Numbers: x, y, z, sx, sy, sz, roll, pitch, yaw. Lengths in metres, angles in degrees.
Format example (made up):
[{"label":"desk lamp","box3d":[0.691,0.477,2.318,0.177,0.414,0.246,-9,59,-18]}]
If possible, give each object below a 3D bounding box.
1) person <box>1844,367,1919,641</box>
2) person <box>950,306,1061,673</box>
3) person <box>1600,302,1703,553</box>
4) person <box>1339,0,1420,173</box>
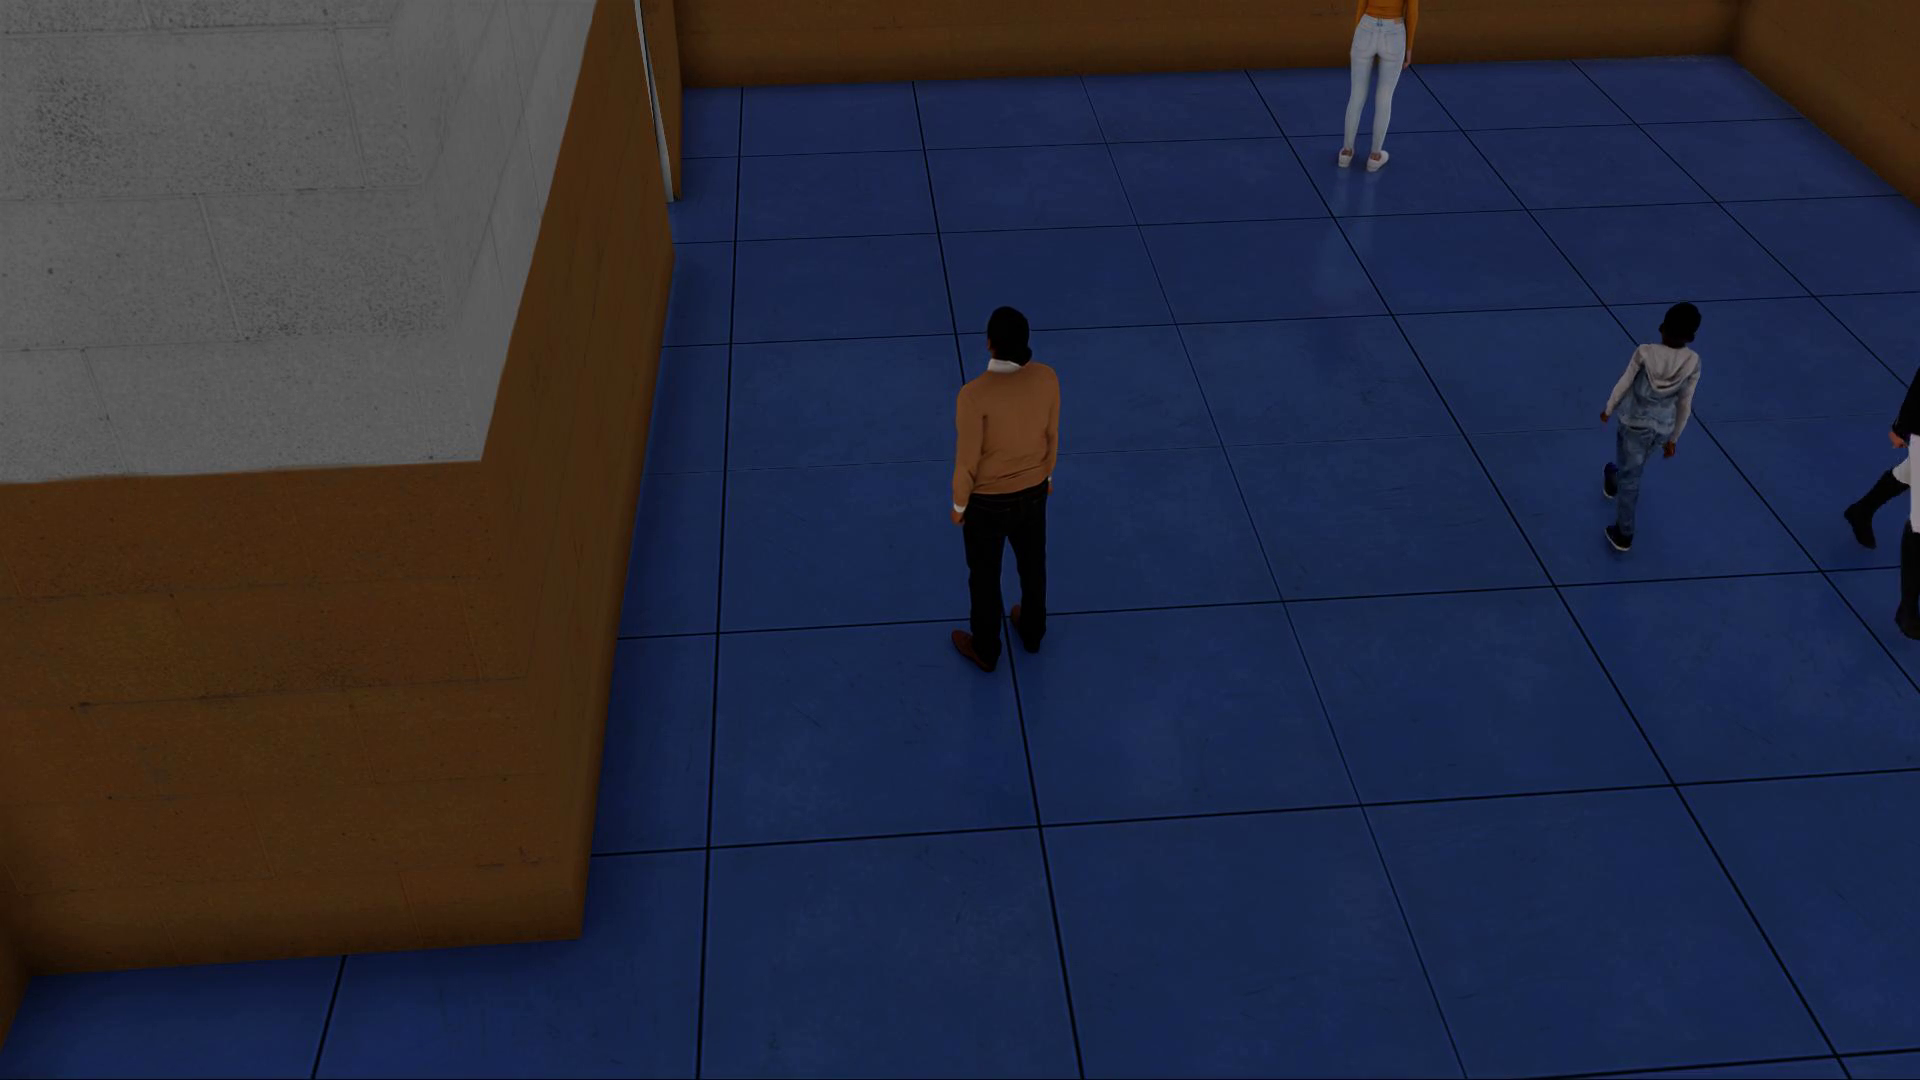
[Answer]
[{"label":"person","box3d":[4.405,-0.497,7.525,1.174,1.679,0.739,2,37,2]},{"label":"person","box3d":[0.189,-0.205,7.083,0.673,1.754,0.808,-20,41,-24]},{"label":"person","box3d":[3.278,-0.516,7.946,0.866,1.223,0.632,2,37,3]},{"label":"person","box3d":[2.857,-3.372,11.313,0.608,1.749,0.712,14,39,18]}]
